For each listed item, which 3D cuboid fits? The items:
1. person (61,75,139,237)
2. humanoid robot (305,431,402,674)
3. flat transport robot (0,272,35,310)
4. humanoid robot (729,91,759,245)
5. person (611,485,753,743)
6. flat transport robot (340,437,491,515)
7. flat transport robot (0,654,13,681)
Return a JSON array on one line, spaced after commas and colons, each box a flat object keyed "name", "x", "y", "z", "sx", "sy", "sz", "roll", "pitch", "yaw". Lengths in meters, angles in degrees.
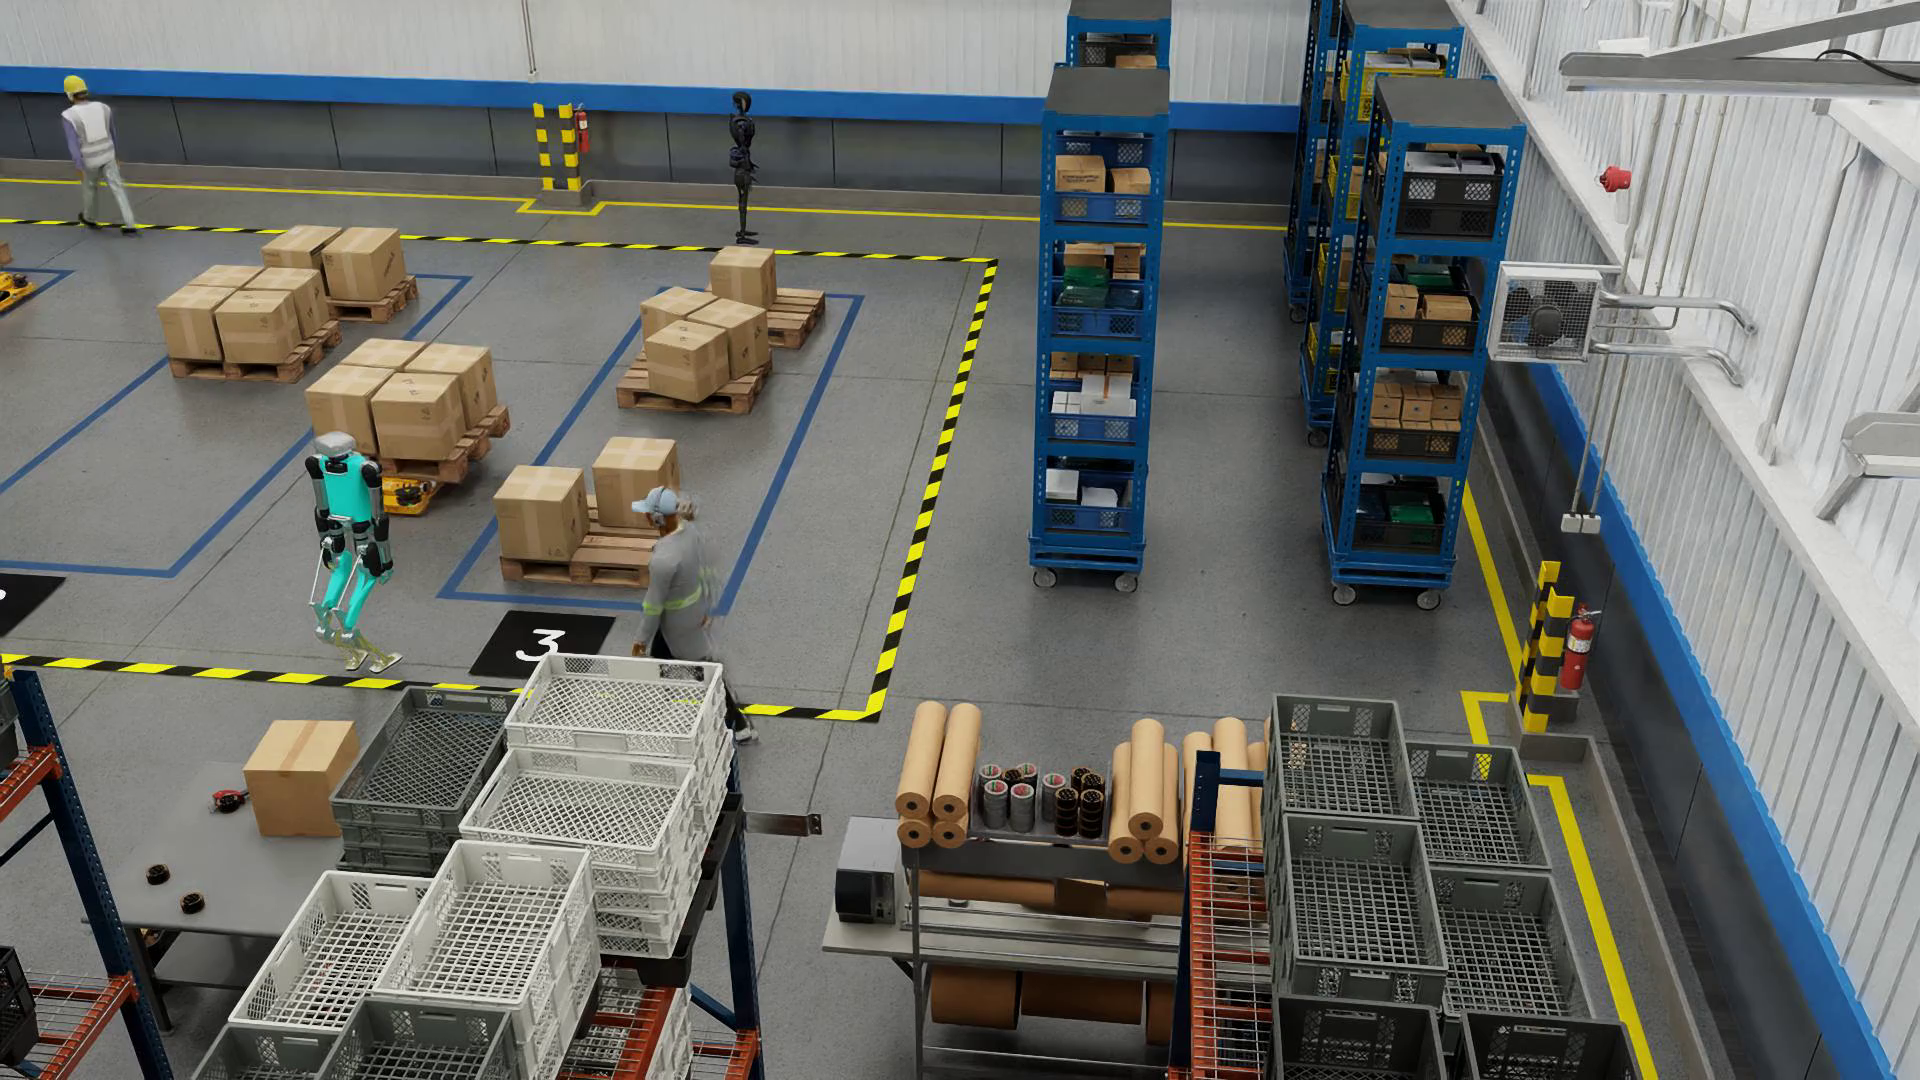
[{"name": "person", "x": -9.645, "y": -4.278, "z": 18.515, "sx": 0.943, "sy": 1.777, "sz": 0.617, "roll": 19, "pitch": 35, "yaw": 29}, {"name": "humanoid robot", "x": -4.035, "y": 0.162, "z": 10.806, "sx": 0.533, "sy": 1.673, "sz": 0.735, "roll": 9, "pitch": 31, "yaw": 15}, {"name": "flat transport robot", "x": -10.377, "y": -2.569, "z": 17.058, "sx": 1.431, "sy": 0.197, "sz": 0.652, "roll": 3, "pitch": 30, "yaw": 6}, {"name": "humanoid robot", "x": -2.378, "y": -4.122, "z": 18.342, "sx": 0.315, "sy": 1.653, "sz": 0.599, "roll": -2, "pitch": 30, "yaw": -4}, {"name": "person", "x": -1.776, "y": 0.479, "z": 10.324, "sx": 0.968, "sy": 1.801, "sz": 0.587, "roll": 2, "pitch": 30, "yaw": 3}, {"name": "flat transport robot", "x": -4.484, "y": -0.656, "z": 13.773, "sx": 0.652, "sy": 0.197, "sz": 1.431, "roll": 5, "pitch": 31, "yaw": 9}, {"name": "flat transport robot", "x": -7.142, "y": 0.969, "z": 11.010, "sx": 1.431, "sy": 0.231, "sz": 0.659, "roll": 3, "pitch": 30, "yaw": 6}]
